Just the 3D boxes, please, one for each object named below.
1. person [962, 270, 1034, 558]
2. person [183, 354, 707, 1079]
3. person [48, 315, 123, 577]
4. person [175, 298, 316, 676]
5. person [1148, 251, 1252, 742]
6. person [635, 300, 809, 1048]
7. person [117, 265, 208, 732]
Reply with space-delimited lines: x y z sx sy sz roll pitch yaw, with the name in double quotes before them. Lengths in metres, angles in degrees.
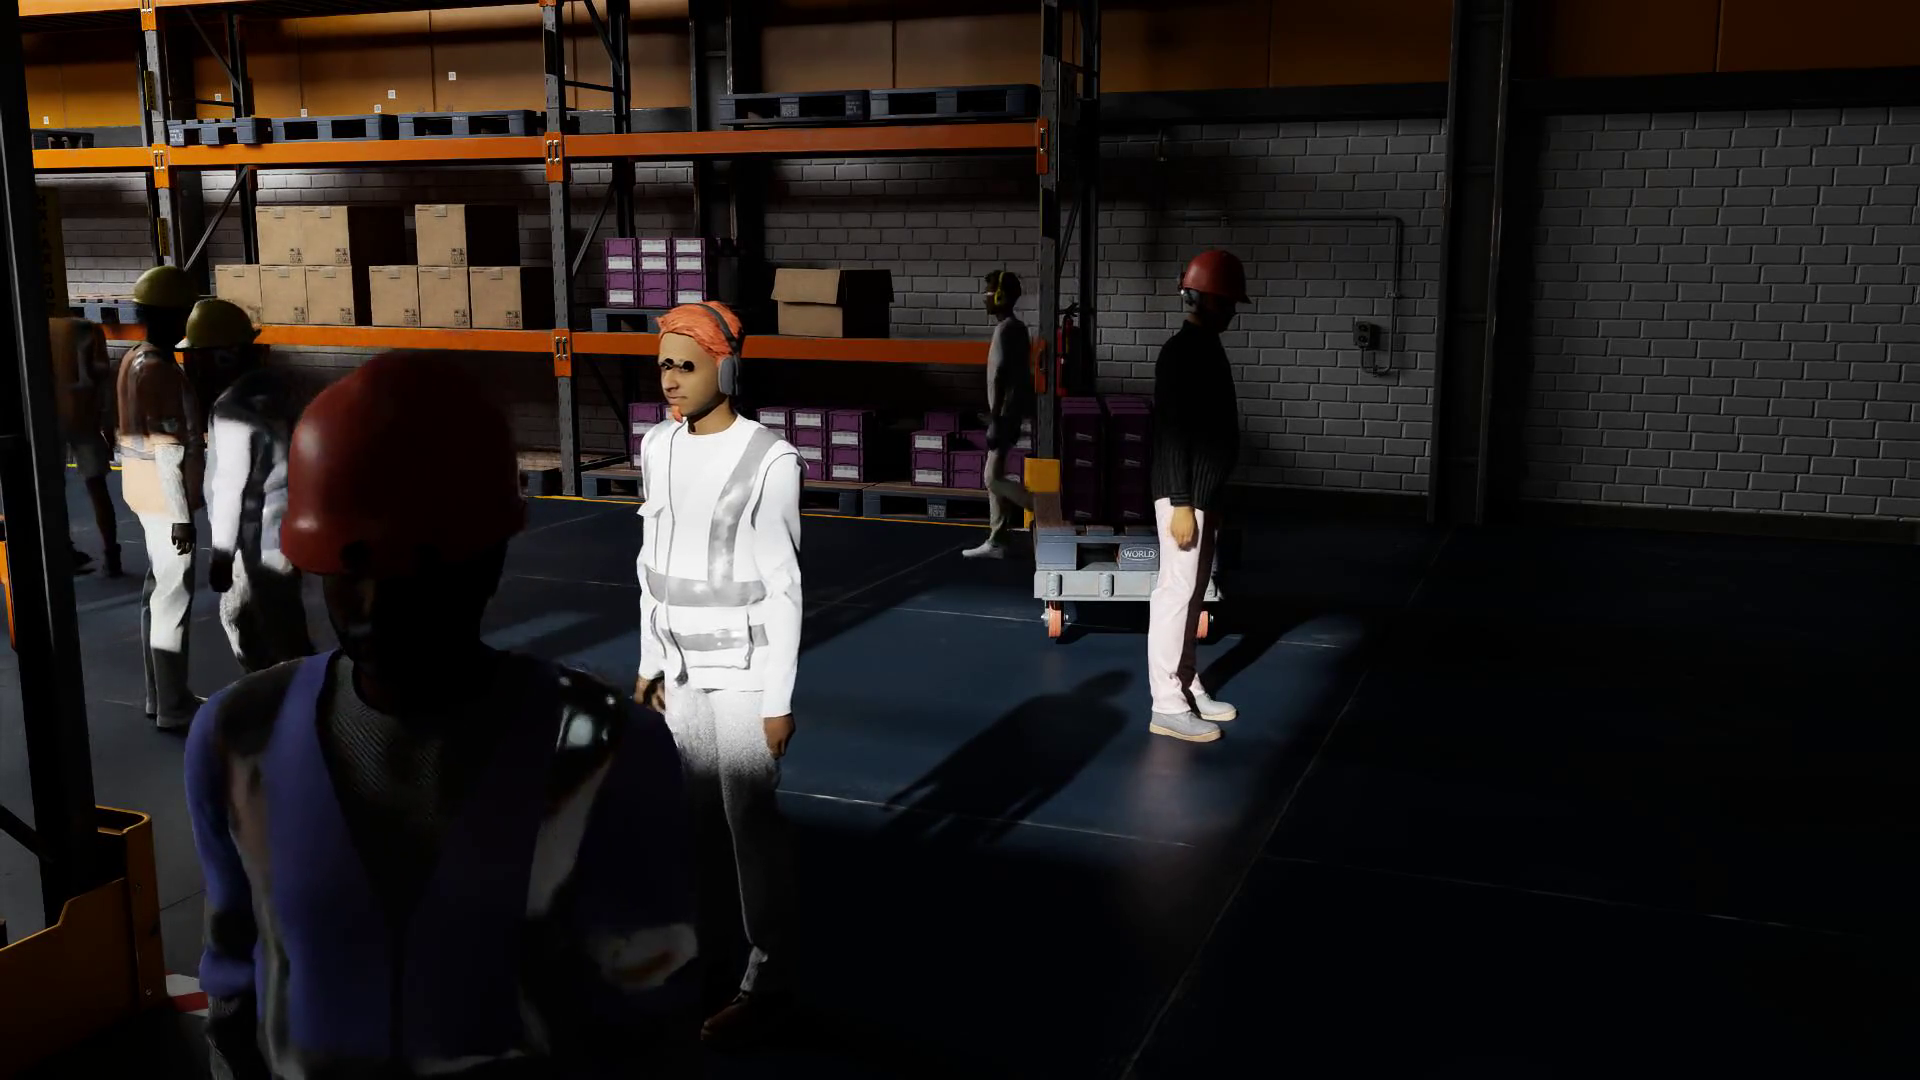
"person" 0.341 -0.767 10.473 0.636 1.850 0.530 2 10 11
"person" -0.557 0.769 1.748 0.577 1.901 0.874 0 10 -2
"person" -5.399 -0.704 10.022 0.555 1.898 0.478 -5 11 -26
"person" -2.786 -0.033 6.500 0.587 1.806 0.617 -2 10 -12
"person" 0.985 -0.184 6.845 0.401 1.984 0.612 5 11 24
"person" -0.615 0.337 4.243 0.578 1.880 0.352 10 14 43
"person" -3.275 -0.172 6.940 0.383 1.922 0.593 -6 12 -32
